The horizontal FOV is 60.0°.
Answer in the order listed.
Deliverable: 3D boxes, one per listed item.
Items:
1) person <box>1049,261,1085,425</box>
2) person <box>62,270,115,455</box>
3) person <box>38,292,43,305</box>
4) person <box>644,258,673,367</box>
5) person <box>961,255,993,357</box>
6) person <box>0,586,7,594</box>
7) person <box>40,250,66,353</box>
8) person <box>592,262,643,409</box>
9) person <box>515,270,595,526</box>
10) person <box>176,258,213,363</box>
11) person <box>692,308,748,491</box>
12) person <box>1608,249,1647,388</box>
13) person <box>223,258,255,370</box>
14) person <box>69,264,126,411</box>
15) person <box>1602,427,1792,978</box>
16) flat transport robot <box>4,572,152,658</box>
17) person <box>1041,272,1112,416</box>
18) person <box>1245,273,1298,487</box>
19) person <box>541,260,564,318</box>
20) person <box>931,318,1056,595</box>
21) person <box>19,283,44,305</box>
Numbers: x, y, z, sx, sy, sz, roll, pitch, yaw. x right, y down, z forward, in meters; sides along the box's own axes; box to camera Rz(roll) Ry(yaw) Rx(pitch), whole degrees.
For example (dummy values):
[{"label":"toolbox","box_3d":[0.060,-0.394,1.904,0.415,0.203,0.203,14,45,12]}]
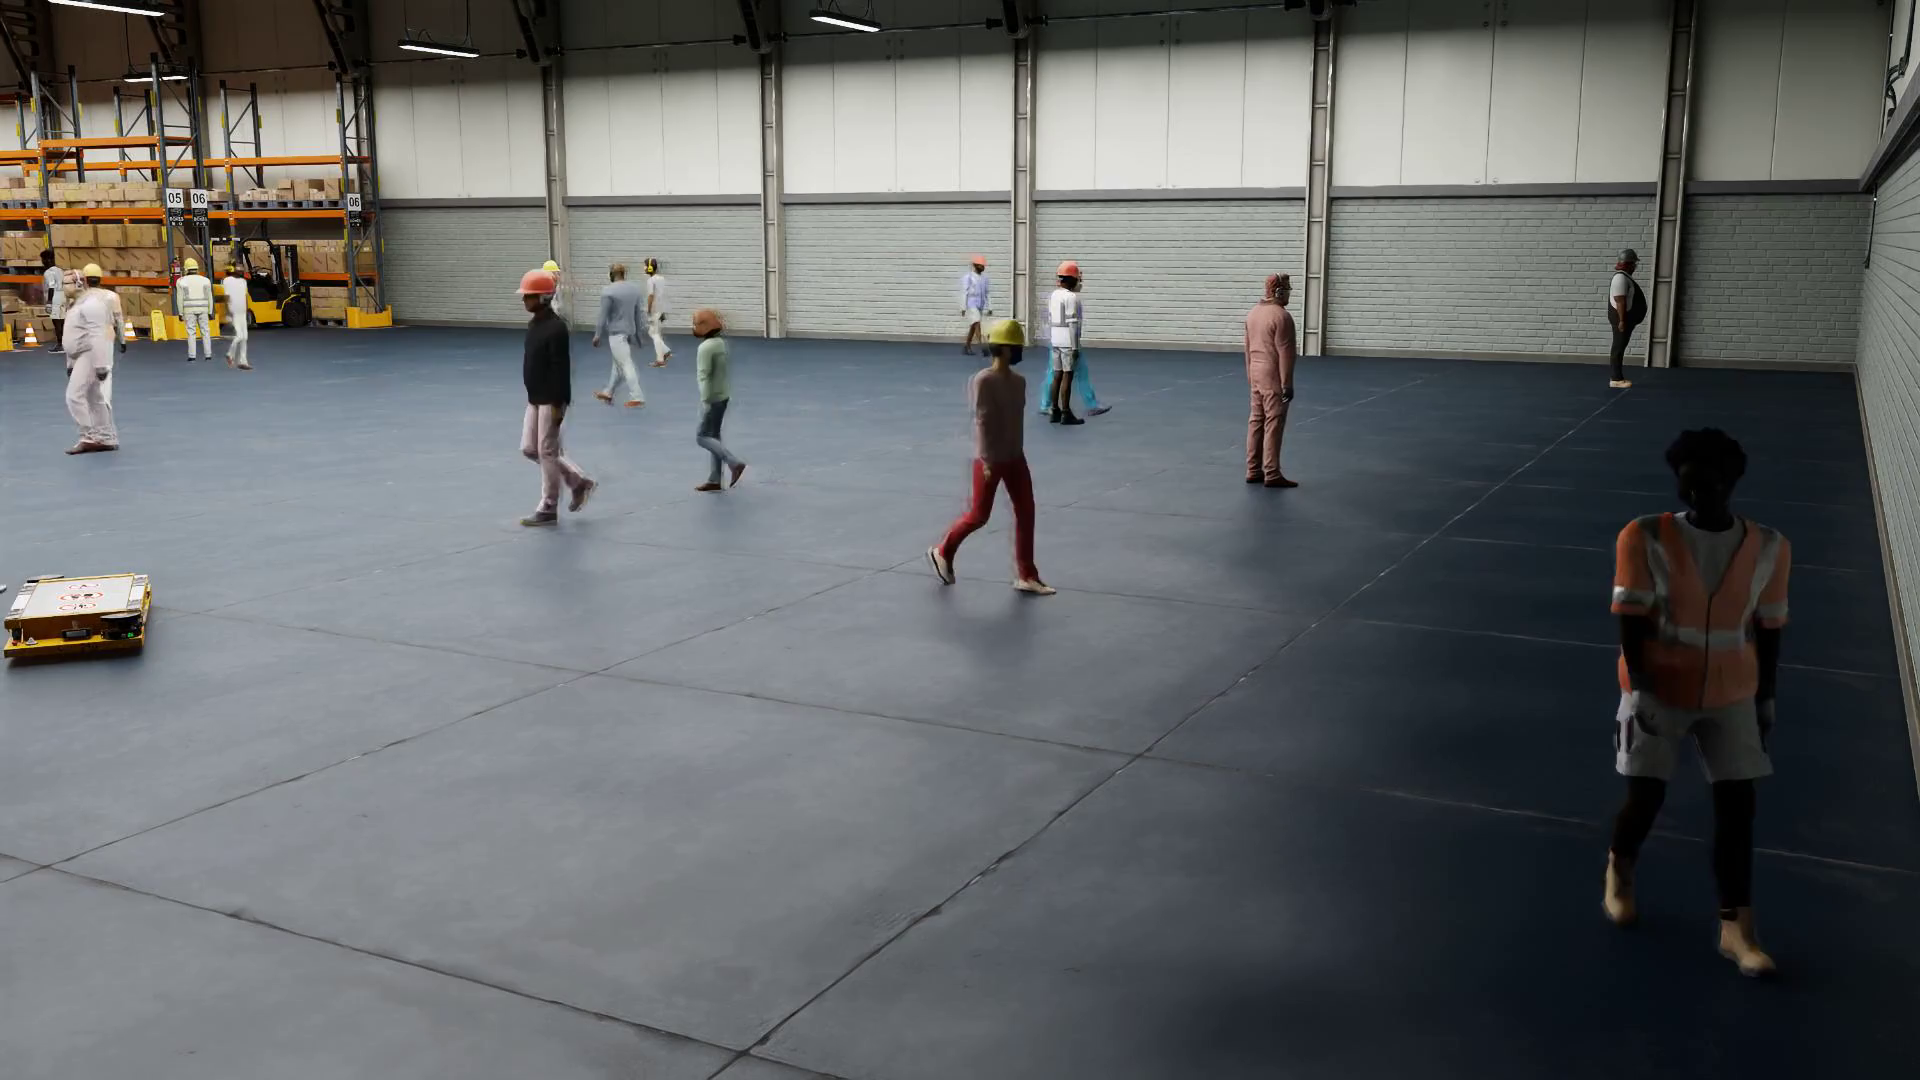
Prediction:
[{"label":"person","box_3d":[1.275,-2.343,19.801,0.359,1.936,0.552,-5,11,-25]},{"label":"person","box_3d":[-9.059,-1.817,17.061,0.645,1.885,0.681,-9,13,-39]},{"label":"person","box_3d":[-24.762,-6.877,44.584,0.392,1.921,0.585,5,12,26]},{"label":"person","box_3d":[-5.218,-3.879,28.416,0.399,1.851,0.545,2,11,12]},{"label":"person","box_3d":[0.352,-4.335,30.835,0.552,1.874,1.013,-10,14,-43]},{"label":"person","box_3d":[-6.153,-0.363,9.894,0.743,1.607,0.534,-2,11,-13]},{"label":"person","box_3d":[-17.309,-4.556,31.800,0.367,1.963,0.601,-1,10,-6]},{"label":"person","box_3d":[-4.508,-2.662,21.665,1.003,1.890,0.639,5,12,27]},{"label":"person","box_3d":[-3.167,-1.099,12.897,0.564,1.980,0.636,-7,13,-34]},{"label":"person","box_3d":[-13.518,-4.051,29.393,0.591,1.837,0.403,-8,13,-38]},{"label":"person","box_3d":[-2.106,-1.206,14.477,0.466,1.616,0.498,3,11,15]},{"label":"person","box_3d":[9.889,-3.286,24.664,0.537,2.000,0.682,4,11,22]},{"label":"person","box_3d":[-11.988,-3.742,27.640,0.412,1.860,0.542,4,11,19]},{"label":"person","box_3d":[-11.099,-2.613,21.431,0.605,1.887,0.979,-5,11,-24]},{"label":"person","box_3d":[2.284,0.468,5.192,0.543,1.672,0.543,1,10,7]},{"label":"flat transport robot","box_3d":[-4.967,0.396,9.413,0.652,0.197,1.431,-5,11,-23]},{"label":"person","box_3d":[1.410,-2.411,20.552,0.958,1.799,0.572,7,13,34]},{"label":"person","box_3d":[2.814,-1.429,14.905,0.400,1.907,0.645,-4,11,-20]},{"label":"person","box_3d":[-6.607,-3.594,26.905,0.404,1.834,0.592,-6,12,-29]},{"label":"person","box_3d":[0.204,-0.532,10.478,0.809,1.735,0.525,9,14,40]},{"label":"person","box_3d":[-22.768,-6.175,40.851,0.749,1.886,0.650,5,12,26]}]
